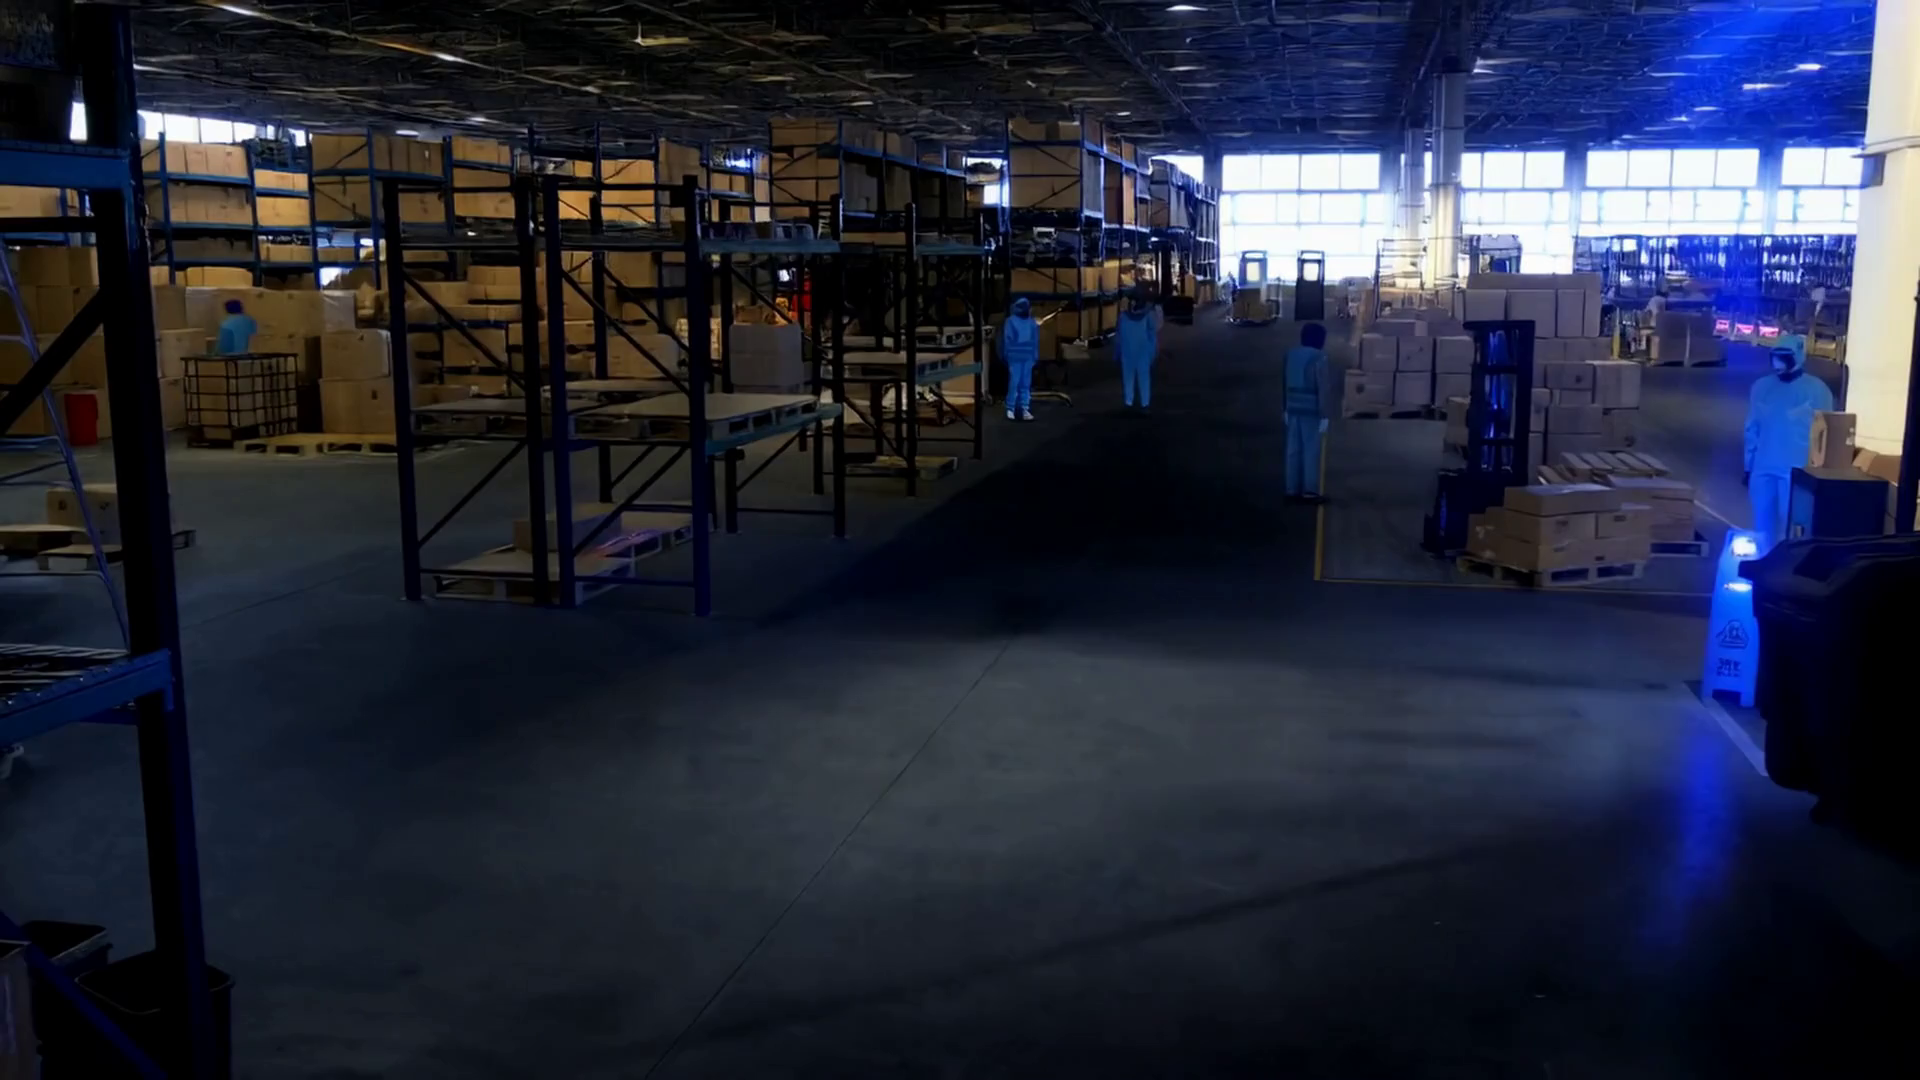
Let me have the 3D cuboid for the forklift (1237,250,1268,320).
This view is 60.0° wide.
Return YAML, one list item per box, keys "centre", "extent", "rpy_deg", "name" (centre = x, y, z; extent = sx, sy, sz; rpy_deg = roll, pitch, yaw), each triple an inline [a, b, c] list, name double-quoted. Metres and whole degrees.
- centre: [11.438, -9.902, 64.844]
  extent: [1.129, 2.768, 1.873]
  rpy_deg: [2, 10, 12]
  name: "forklift"

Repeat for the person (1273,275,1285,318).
- centre: [13.448, -10.275, 70.218]
  extent: [0.419, 1.817, 0.583]
  rpy_deg: [-8, 12, -38]
  name: "person"

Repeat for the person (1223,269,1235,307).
- centre: [13.918, -13.073, 86.288]
  extent: [0.664, 1.968, 0.726]
  rpy_deg: [2, 10, 9]
  name: "person"

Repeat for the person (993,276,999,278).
- centre: [2.075, -14.270, 93.776]
  extent: [0.609, 1.863, 1.067]
  rpy_deg: [0, 10, 0]
  name: "person"

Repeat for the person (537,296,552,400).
- centre: [-6.296, -2.700, 25.012]
  extent: [0.586, 1.928, 0.369]
  rpy_deg: [9, 13, 44]
  name: "person"

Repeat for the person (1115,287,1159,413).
- centre: [2.838, -3.077, 26.907]
  extent: [0.680, 2.000, 0.535]
  rpy_deg: [5, 11, 27]
  name: "person"

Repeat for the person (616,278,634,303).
- centre: [-8.575, -5.655, 42.338]
  extent: [0.611, 1.985, 0.393]
  rpy_deg: [-2, 10, -10]
  name: "person"

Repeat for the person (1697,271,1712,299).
- centre: [34.404, -11.451, 76.826]
  extent: [0.614, 1.932, 0.482]
  rpy_deg: [2, 10, 10]
  name: "person"

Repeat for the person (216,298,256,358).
- centre: [-10.618, -2.619, 24.637]
  extent: [0.681, 1.895, 0.492]
  rpy_deg: [-7, 12, -35]
  name: "person"

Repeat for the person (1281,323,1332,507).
- centre: [3.499, -1.255, 16.722]
  extent: [0.430, 1.841, 0.623]
  rpy_deg: [-5, 11, -29]
  name: "person"

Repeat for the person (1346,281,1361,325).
- centre: [15.012, -9.052, 63.446]
  extent: [0.542, 1.651, 0.881]
  rpy_deg: [2, 10, 9]
  name: "person"

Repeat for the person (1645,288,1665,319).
- centre: [20.619, -6.659, 49.349]
  extent: [0.527, 1.617, 0.463]
  rpy_deg: [2, 10, 12]
  name: "person"

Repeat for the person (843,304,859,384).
- centre: [-2.196, -3.880, 32.974]
  extent: [0.533, 1.588, 0.853]
  rpy_deg: [5, 11, 29]
  name: "person"

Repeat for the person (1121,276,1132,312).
- centre: [6.044, -8.603, 60.105]
  extent: [1.036, 1.880, 0.559]
  rpy_deg: [2, 10, 10]
  name: "person"

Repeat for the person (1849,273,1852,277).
- centre: [42.179, -11.797, 79.188]
  extent: [0.690, 1.827, 0.566]
  rpy_deg: [3, 10, 17]
  name: "person"

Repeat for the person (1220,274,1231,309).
- centre: [13.230, -12.368, 82.864]
  extent: [0.525, 1.719, 0.913]
  rpy_deg: [2, 10, 11]
  name: "person"

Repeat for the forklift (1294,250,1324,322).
- centre: [13.778, -10.002, 65.433]
  extent: [1.129, 2.768, 1.873]
  rpy_deg: [2, 10, 12]
  name: "forklift"

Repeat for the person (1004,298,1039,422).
- centre: [0.940, -2.746, 25.411]
  extent: [0.585, 1.882, 0.337]
  rpy_deg: [-5, 11, -28]
  name: "person"

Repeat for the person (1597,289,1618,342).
- centre: [13.107, -4.153, 33.769]
  extent: [0.321, 1.876, 0.532]
  rpy_deg: [-3, 10, -15]
  name: "person"

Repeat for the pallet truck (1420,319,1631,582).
- centre: [4.543, -0.757, 13.299]
  extent: [0.823, 1.965, 1.885]
  rpy_deg: [-4, 10, -22]
  name: "pallet truck"

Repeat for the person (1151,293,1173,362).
- centre: [4.813, -5.093, 39.906]
  extent: [0.438, 1.684, 0.541]
  rpy_deg: [3, 10, 15]
  name: "person"

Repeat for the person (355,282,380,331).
- centre: [-14.786, -5.479, 41.530]
  extent: [0.587, 1.911, 0.397]
  rpy_deg: [-4, 11, -24]
  name: "person"

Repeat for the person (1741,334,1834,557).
- centre: [5.942, -0.511, 12.015]
  extent: [0.359, 1.938, 0.632]
  rpy_deg: [-5, 11, -28]
  name: "person"

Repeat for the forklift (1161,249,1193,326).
- centre: [7.646, -9.320, 61.395]
  extent: [1.873, 2.768, 1.129]
  rpy_deg: [2, 10, 11]
  name: "forklift"

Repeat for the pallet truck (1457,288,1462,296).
- centre: [20.506, -9.785, 68.819]
  extent: [0.653, 1.274, 1.630]
  rpy_deg: [2, 10, 12]
  name: "pallet truck"
